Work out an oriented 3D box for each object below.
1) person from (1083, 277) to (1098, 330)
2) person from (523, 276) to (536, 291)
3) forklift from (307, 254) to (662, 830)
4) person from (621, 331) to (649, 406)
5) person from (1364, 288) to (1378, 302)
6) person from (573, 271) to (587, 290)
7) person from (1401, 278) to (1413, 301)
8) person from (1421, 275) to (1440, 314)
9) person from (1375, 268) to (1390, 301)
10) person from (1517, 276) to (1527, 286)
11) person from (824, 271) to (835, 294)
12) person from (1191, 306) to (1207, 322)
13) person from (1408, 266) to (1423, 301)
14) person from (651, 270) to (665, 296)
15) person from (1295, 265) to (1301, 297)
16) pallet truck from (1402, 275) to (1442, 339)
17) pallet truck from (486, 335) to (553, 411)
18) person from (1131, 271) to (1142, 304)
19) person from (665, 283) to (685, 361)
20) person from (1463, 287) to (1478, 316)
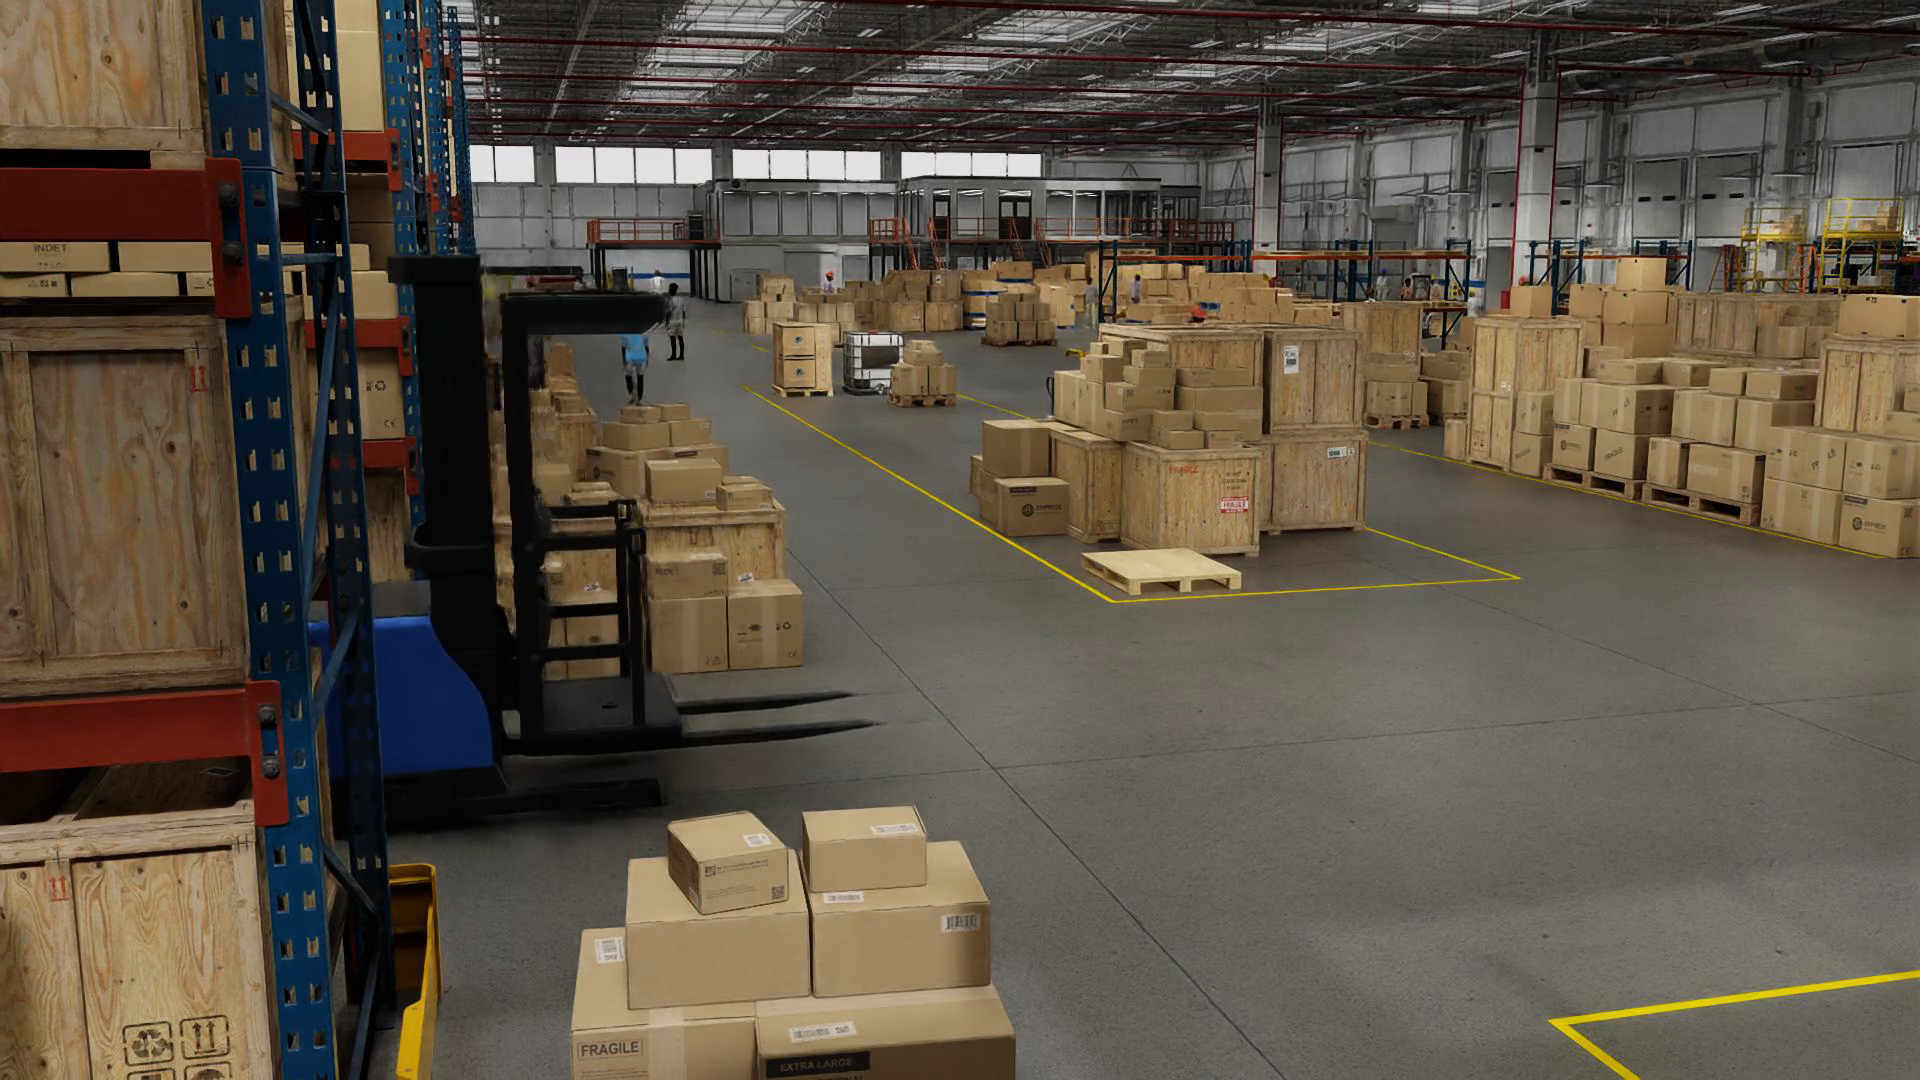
[{"bbox_3d":[4.530,-8.214,57.712,0.531,1.824,0.969,-2,10,-10],"label":"person"},{"bbox_3d":[-13.815,-7.500,53.337,0.605,1.925,0.549,4,11,23],"label":"person"},{"bbox_3d":[-2.560,-0.051,8.465,1.873,2.768,1.129,-3,10,-15],"label":"forklift"},{"bbox_3d":[-5.837,-3.243,29.927,0.531,1.678,0.381,-4,11,-20],"label":"person"},{"bbox_3d":[10.177,-5.338,41.329,0.511,1.844,0.328,-7,12,-35],"label":"person"},{"bbox_3d":[-12.862,-8.109,56.468,0.536,2.000,0.688,-3,10,-17],"label":"person"},{"bbox_3d":[16.454,-8.776,61.219,0.533,1.697,0.318,-4,11,-20],"label":"person"},{"bbox_3d":[16.508,-8.372,58.430,0.614,1.867,1.010,7,12,36],"label":"person"},{"bbox_3d":[18.255,-10.774,71.858,0.634,1.930,0.429,6,12,31],"label":"person"},{"bbox_3d":[17.553,-7.192,51.567,0.630,1.943,0.740,-10,14,-44],"label":"person"},{"bbox_3d":[-4.505,-8.279,57.471,0.406,2.035,0.601,0,10,1],"label":"person"},{"bbox_3d":[3.875,-2.945,27.652,0.556,1.902,0.946,-4,11,-24],"label":"person"},{"bbox_3d":[20.974,-11.640,76.653,0.669,1.978,0.413,5,11,25],"label":"person"},{"bbox_3d":[-13.029,-10.715,71.726,0.592,1.864,0.594,0,10,-3],"label":"person"},{"bbox_3d":[16.515,-12.443,81.292,0.351,1.941,0.545,2,10,12],"label":"person"},{"bbox_3d":[14.620,-7.324,52.145,0.823,1.965,1.885,8,13,40],"label":"pallet truck"},{"bbox_3d":[-6.242,-2.418,24.362,0.823,1.965,1.885,1,10,3],"label":"pallet truck"},{"bbox_3d":[6.802,-9.451,64.441,0.510,1.904,0.604,6,12,31],"label":"person"},{"bbox_3d":[-7.135,-5.447,41.607,0.368,1.966,0.602,8,13,39],"label":"person"},{"bbox_3d":[14.394,-6.284,47.016,0.485,1.732,0.401,-3,11,-19],"label":"person"}]
